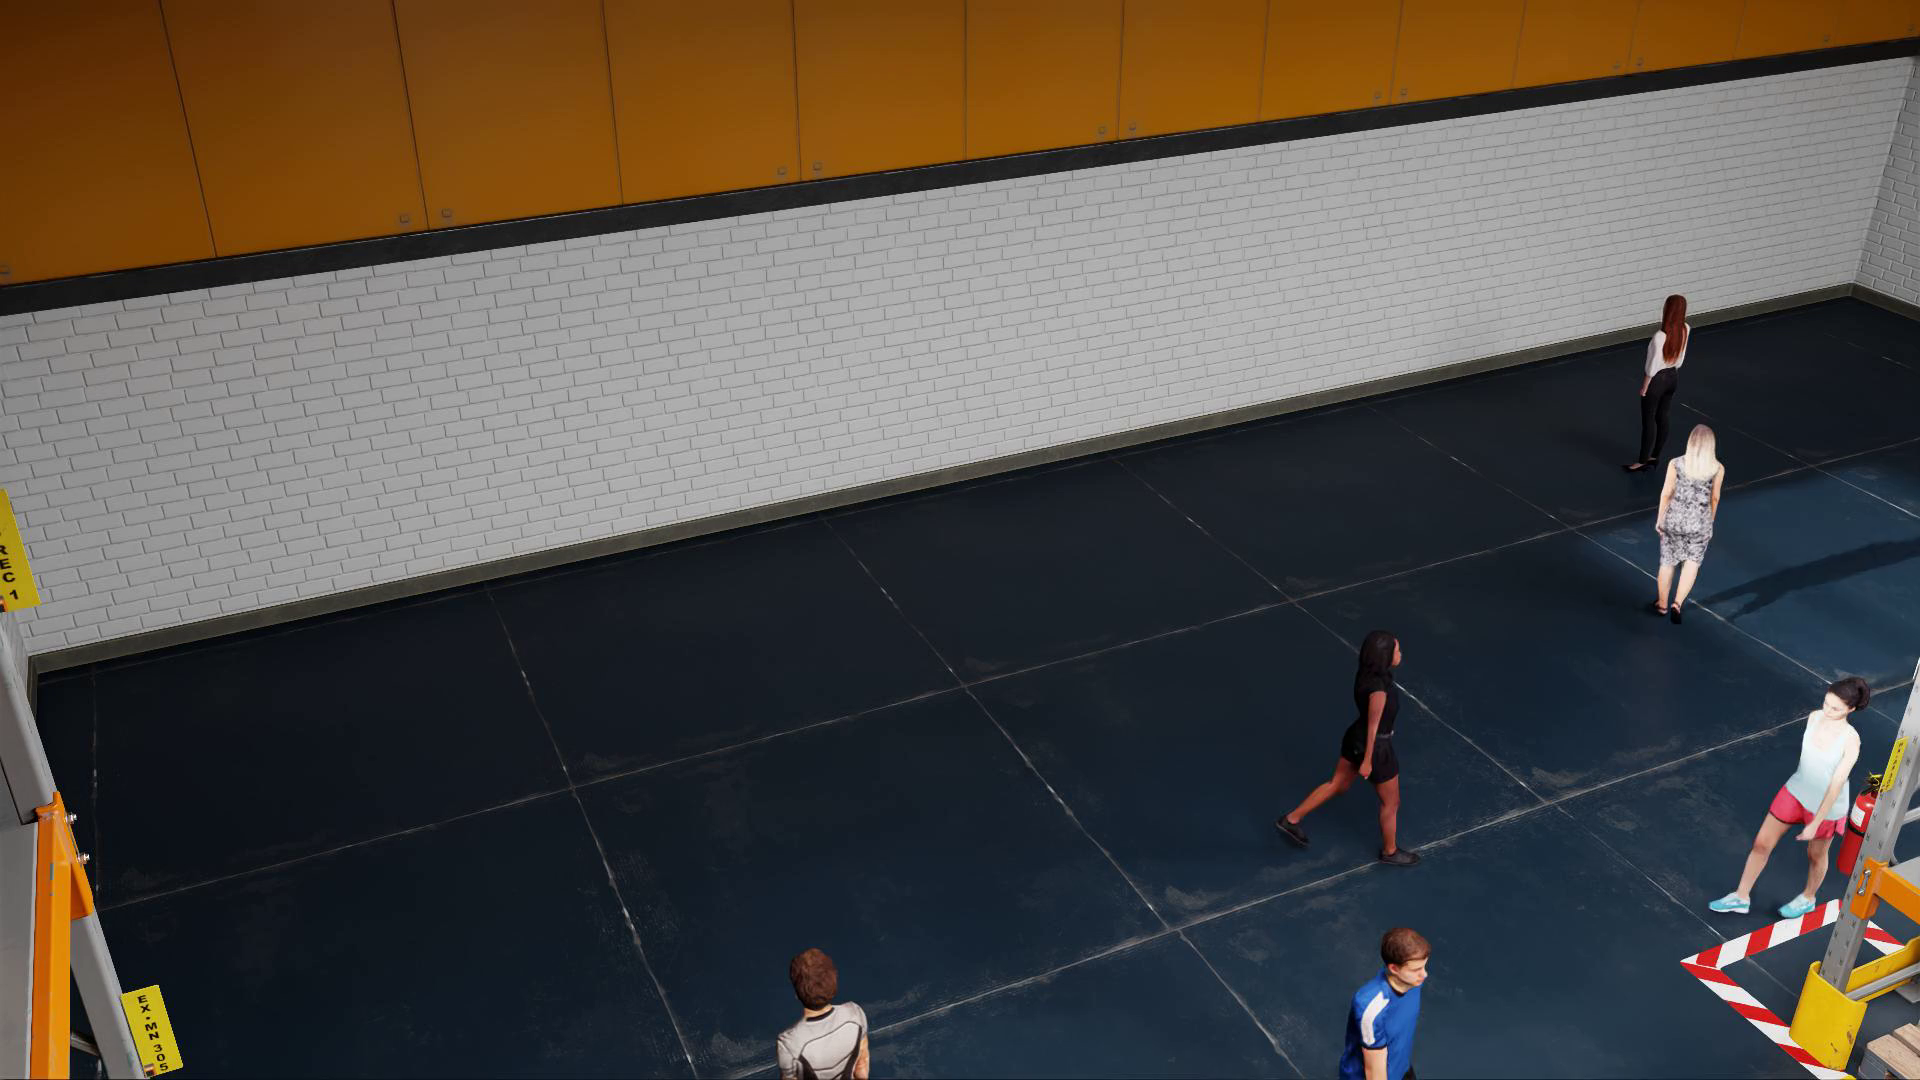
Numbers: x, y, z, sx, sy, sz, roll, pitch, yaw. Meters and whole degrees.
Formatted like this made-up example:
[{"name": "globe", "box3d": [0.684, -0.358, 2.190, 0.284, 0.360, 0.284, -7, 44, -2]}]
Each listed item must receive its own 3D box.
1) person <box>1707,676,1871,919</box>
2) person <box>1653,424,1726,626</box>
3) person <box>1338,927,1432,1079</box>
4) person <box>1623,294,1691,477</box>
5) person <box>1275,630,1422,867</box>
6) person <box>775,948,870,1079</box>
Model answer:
[{"name": "person", "box3d": [5.184, 1.573, 9.960, 0.675, 1.750, 0.875, -10, 30, -18]}, {"name": "person", "box3d": [5.680, -0.069, 13.033, 0.889, 1.690, 0.931, 12, 31, 21]}, {"name": "person", "box3d": [1.936, 2.546, 8.073, 0.880, 1.850, 0.787, 25, 37, 38]}, {"name": "person", "box3d": [6.514, -1.439, 15.474, 0.599, 1.758, 0.516, -15, 32, -25]}, {"name": "person", "box3d": [2.474, 1.327, 10.460, 1.063, 1.703, 1.170, 3, 29, 5]}, {"name": "person", "box3d": [-0.627, 2.686, 7.772, 0.690, 1.893, 0.599, -19, 34, -30]}]
